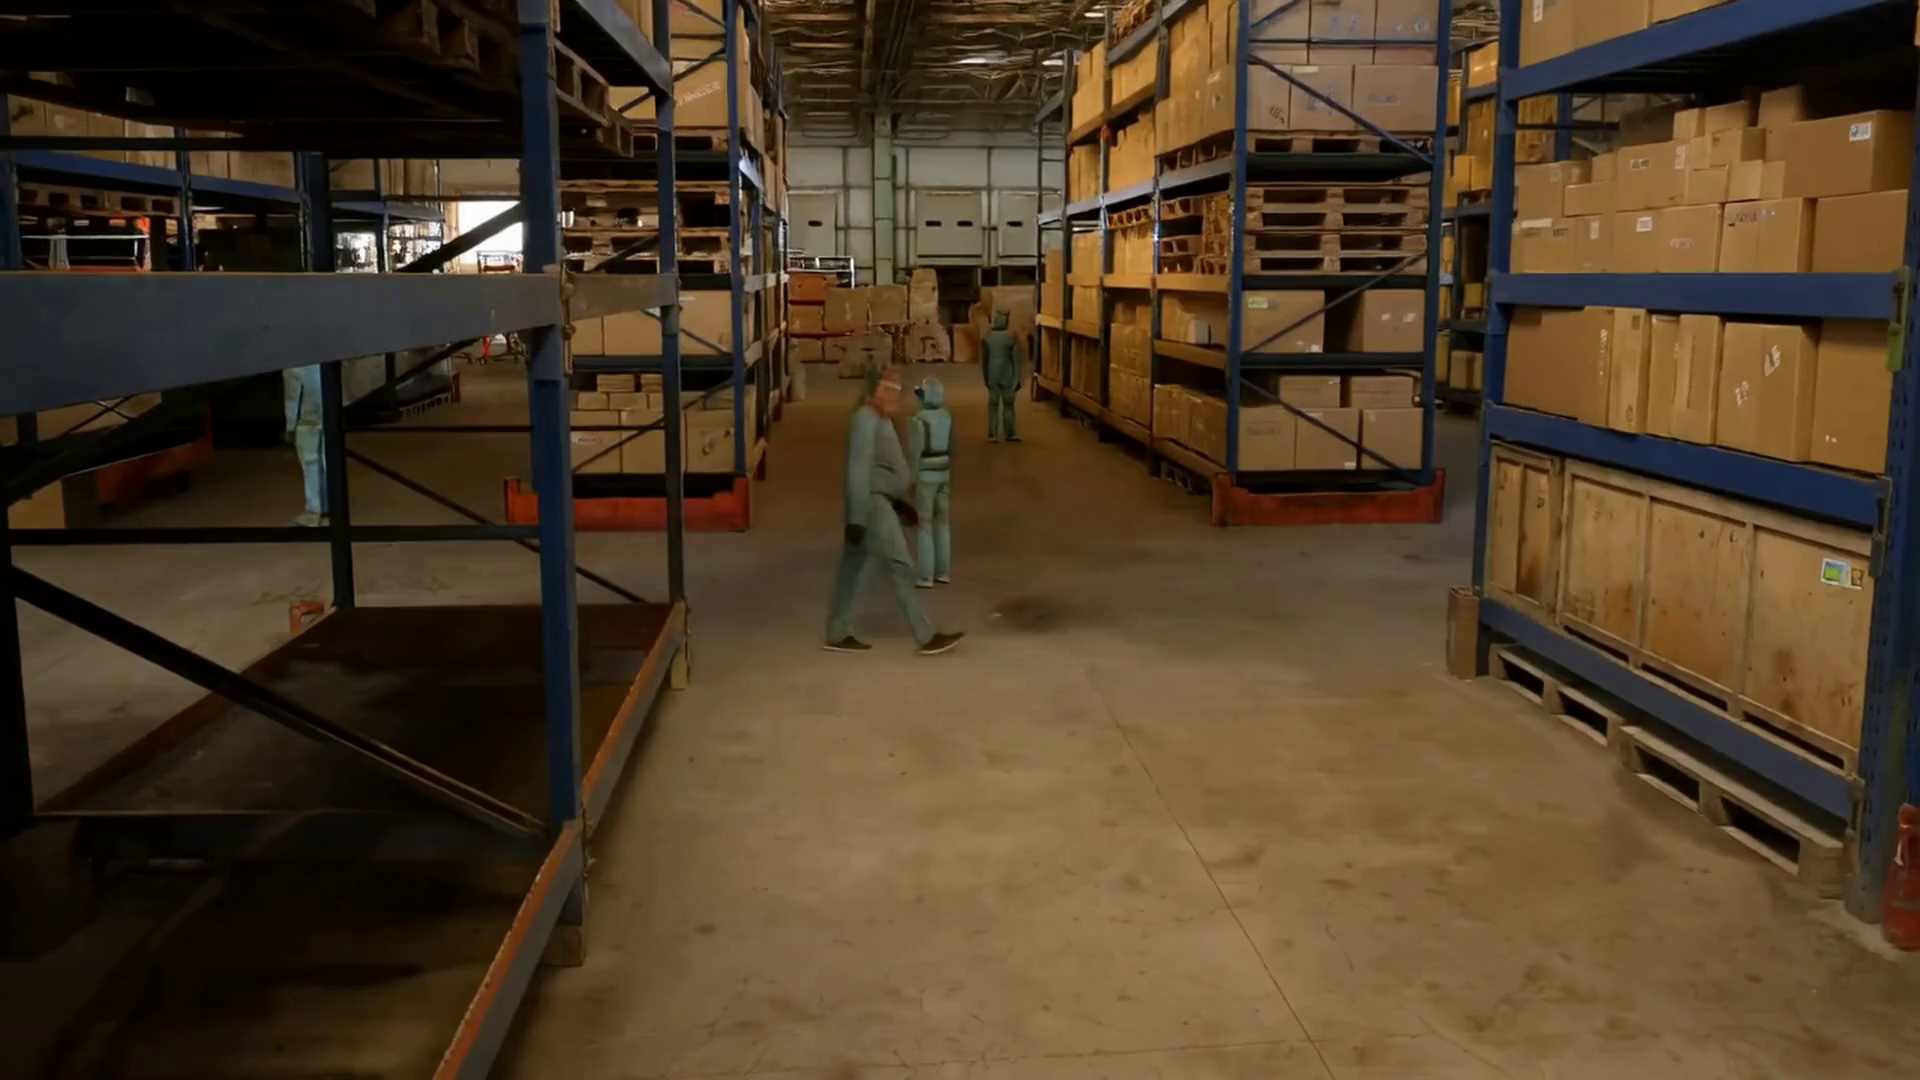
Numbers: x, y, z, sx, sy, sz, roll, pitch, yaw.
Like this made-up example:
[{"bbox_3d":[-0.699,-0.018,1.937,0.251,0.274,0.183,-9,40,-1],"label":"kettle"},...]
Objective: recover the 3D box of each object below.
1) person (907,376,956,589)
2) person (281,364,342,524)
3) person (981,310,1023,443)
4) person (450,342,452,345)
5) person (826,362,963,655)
[{"bbox_3d":[-0.236,-0.432,12.794,0.307,1.640,0.556,8,12,40],"label":"person"},{"bbox_3d":[-6.280,-1.126,16.150,0.379,1.940,0.629,7,11,36],"label":"person"},{"bbox_3d":[0.619,-2.338,23.855,0.640,1.910,0.401,6,11,35],"label":"person"},{"bbox_3d":[-17.783,-7.535,57.154,0.929,1.680,0.497,8,12,39],"label":"person"},{"bbox_3d":[-0.425,-0.189,10.525,0.958,1.860,0.644,-1,9,-3],"label":"person"}]
